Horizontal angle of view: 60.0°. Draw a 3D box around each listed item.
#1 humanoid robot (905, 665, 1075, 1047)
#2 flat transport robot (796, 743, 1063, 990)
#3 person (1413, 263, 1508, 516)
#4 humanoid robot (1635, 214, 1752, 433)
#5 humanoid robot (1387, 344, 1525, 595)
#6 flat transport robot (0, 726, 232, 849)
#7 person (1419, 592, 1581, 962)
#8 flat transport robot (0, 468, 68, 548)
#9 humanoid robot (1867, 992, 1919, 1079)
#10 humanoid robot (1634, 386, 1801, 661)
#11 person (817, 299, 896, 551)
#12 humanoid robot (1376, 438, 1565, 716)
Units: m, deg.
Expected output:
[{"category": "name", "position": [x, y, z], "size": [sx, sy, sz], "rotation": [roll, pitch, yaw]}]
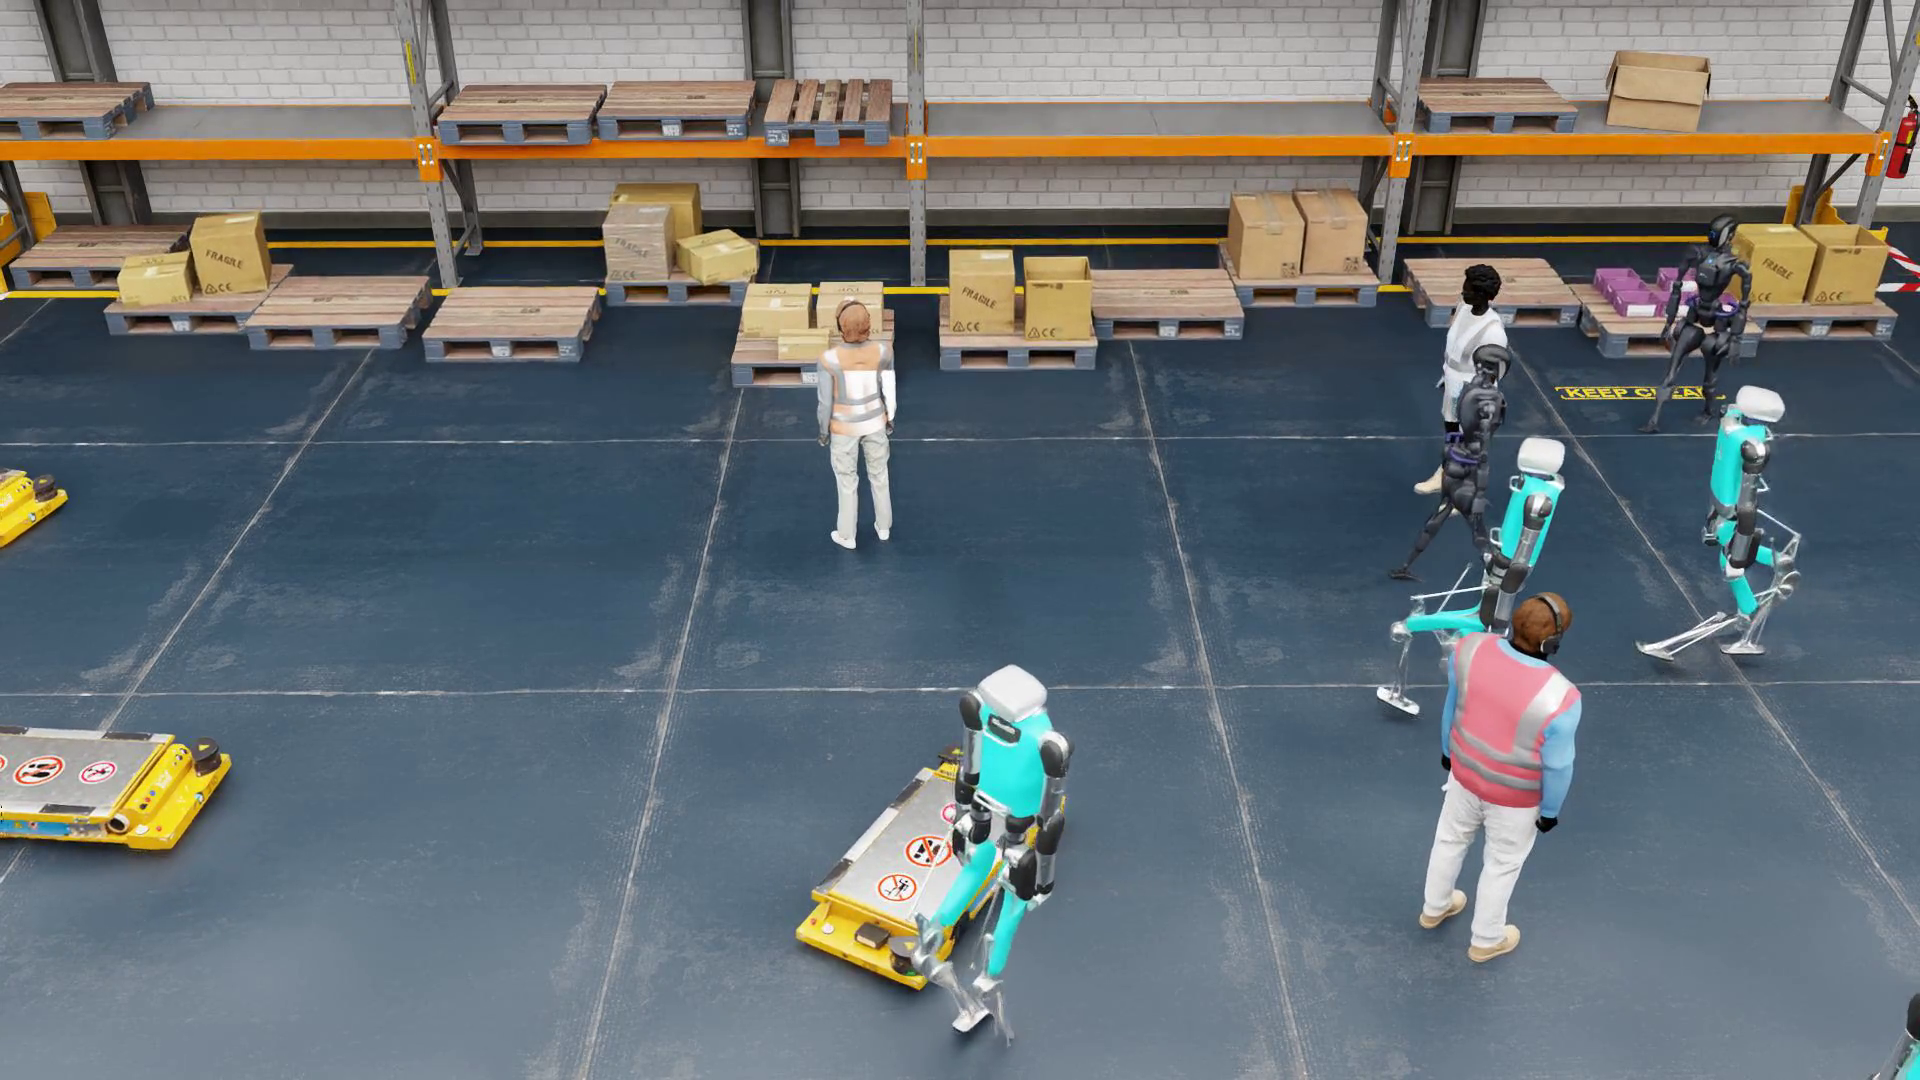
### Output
[{"category": "humanoid robot", "position": [0.060, 1.405, 6.725], "size": [0.545, 1.866, 0.698], "rotation": [25, 39, 35]}, {"category": "flat transport robot", "position": [-0.114, 1.509, 7.899], "size": [0.659, 0.231, 1.431], "rotation": [16, 34, 24]}, {"category": "person", "position": [3.235, -0.964, 10.627], "size": [0.322, 1.698, 0.532], "rotation": [-6, 32, -10]}, {"category": "humanoid robot", "position": [5.177, -1.478, 11.556], "size": [0.785, 1.624, 0.609], "rotation": [-22, 37, -32]}, {"category": "humanoid robot", "position": [3.022, -0.415, 9.782], "size": [0.787, 1.623, 0.584], "rotation": [3, 31, 5]}, {"category": "flat transport robot", "position": [-4.508, 1.240, 8.346], "size": [1.431, 0.231, 0.659], "rotation": [2, 31, 4]}, {"category": "person", "position": [2.345, 1.020, 7.202], "size": [0.431, 1.835, 0.628], "rotation": [-21, 37, -31]}, {"category": "flat transport robot", "position": [-6.665, -0.249, 10.826], "size": [1.431, 0.231, 0.659], "rotation": [7, 32, 11]}, {"category": "humanoid robot", "position": [2.816, 2.168, 5.399], "size": [0.830, 1.791, 0.534], "rotation": [-2, 31, -3]}, {"category": "humanoid robot", "position": [4.288, -0.016, 9.010], "size": [1.037, 1.734, 0.552], "rotation": [3, 31, 4]}, {"category": "person", "position": [-0.631, -0.698, 10.239], "size": [0.524, 1.638, 0.305], "rotation": [-14, 34, -22]}, {"category": "humanoid robot", "position": [2.580, 0.253, 8.612], "size": [1.029, 1.761, 0.537], "rotation": [9, 32, 14]}]
